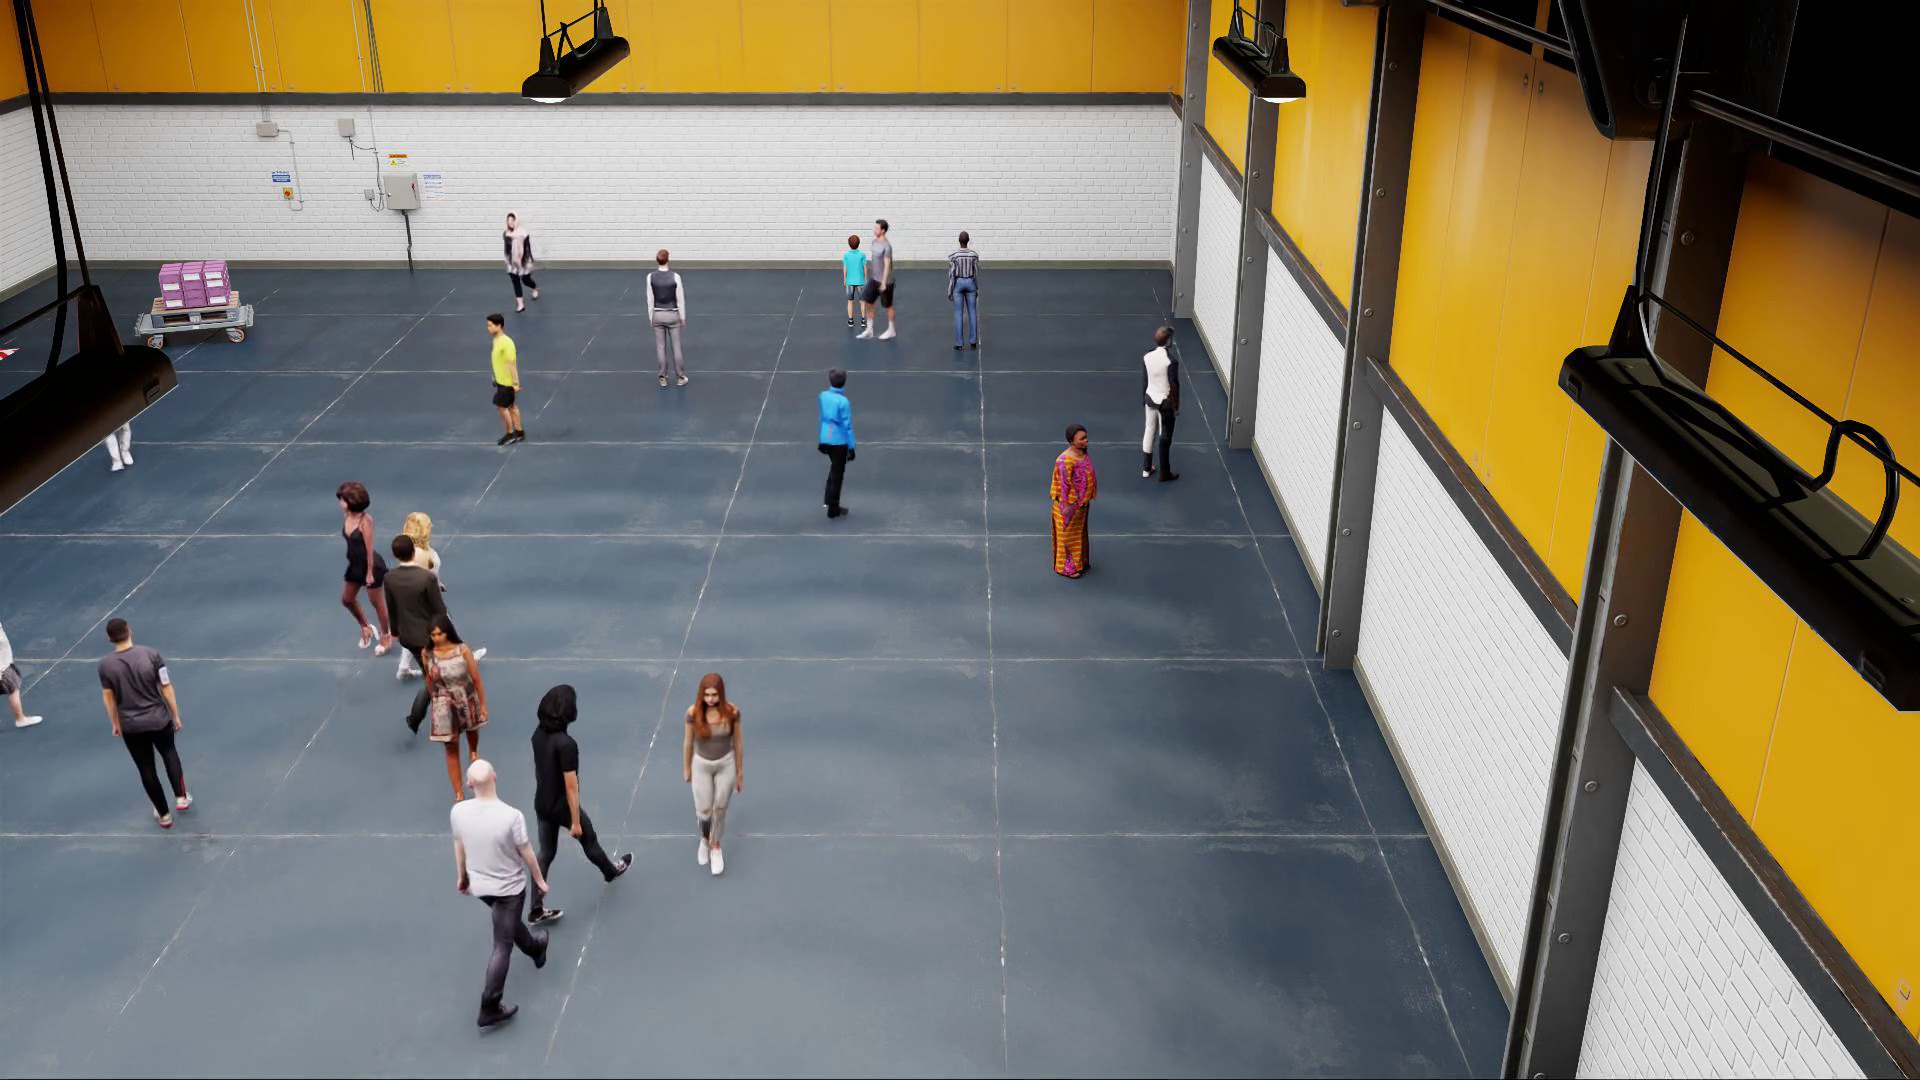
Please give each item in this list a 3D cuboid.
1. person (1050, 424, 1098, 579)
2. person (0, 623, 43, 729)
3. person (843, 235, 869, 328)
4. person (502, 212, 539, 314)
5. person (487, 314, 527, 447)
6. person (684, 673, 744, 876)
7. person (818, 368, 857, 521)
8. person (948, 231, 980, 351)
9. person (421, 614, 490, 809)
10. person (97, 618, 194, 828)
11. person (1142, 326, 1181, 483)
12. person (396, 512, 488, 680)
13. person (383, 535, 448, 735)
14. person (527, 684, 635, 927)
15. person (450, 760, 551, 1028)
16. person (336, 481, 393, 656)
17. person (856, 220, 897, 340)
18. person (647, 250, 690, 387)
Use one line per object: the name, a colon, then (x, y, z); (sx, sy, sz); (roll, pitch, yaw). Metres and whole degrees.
person: (1.221, -0.451, 17.536); (0.825, 1.683, 0.739); (12, 26, 26)
person: (-8.475, 1.095, 14.525); (0.802, 1.262, 0.799); (-15, 27, -30)
person: (-1.640, -4.082, 26.136); (0.519, 1.448, 0.481); (1, 24, 2)
person: (-7.098, -4.510, 26.906); (0.760, 1.616, 0.996); (6, 24, 13)
person: (-5.725, -2.070, 21.225); (0.855, 1.695, 0.772); (-15, 28, -30)
person: (-1.845, 1.704, 12.581); (0.654, 1.703, 0.675); (-3, 24, -7)
person: (-1.487, -1.075, 18.842); (0.763, 1.782, 0.818); (21, 31, 39)
person: (0.062, -3.737, 24.916); (0.678, 1.794, 0.630); (-6, 24, -14)
person: (-4.116, 1.310, 13.627); (0.800, 1.587, 1.225); (-5, 24, -12)
person: (-6.402, 1.469, 13.072); (0.774, 1.741, 0.805); (-13, 27, -27)
person: (2.407, -1.646, 20.011); (0.828, 1.891, 0.767); (-21, 31, -40)
person: (-5.020, 0.547, 15.323); (1.052, 1.628, 1.095); (-16, 28, -32)
person: (-4.720, 0.861, 14.438); (0.859, 1.762, 1.113); (6, 24, 13)
person: (-2.956, 1.952, 11.927); (1.165, 1.772, 1.283); (20, 31, 38)
person: (-3.104, 2.354, 10.995); (1.021, 1.783, 1.311); (10, 25, 21)
person: (-5.582, 0.252, 15.809); (0.692, 1.778, 0.751); (13, 27, 27)
person: (-1.110, -3.976, 25.387); (1.024, 1.854, 0.993); (-16, 28, -32)
person: (-4.124, -3.128, 23.345); (0.660, 1.935, 0.540); (-1, 24, -2)
